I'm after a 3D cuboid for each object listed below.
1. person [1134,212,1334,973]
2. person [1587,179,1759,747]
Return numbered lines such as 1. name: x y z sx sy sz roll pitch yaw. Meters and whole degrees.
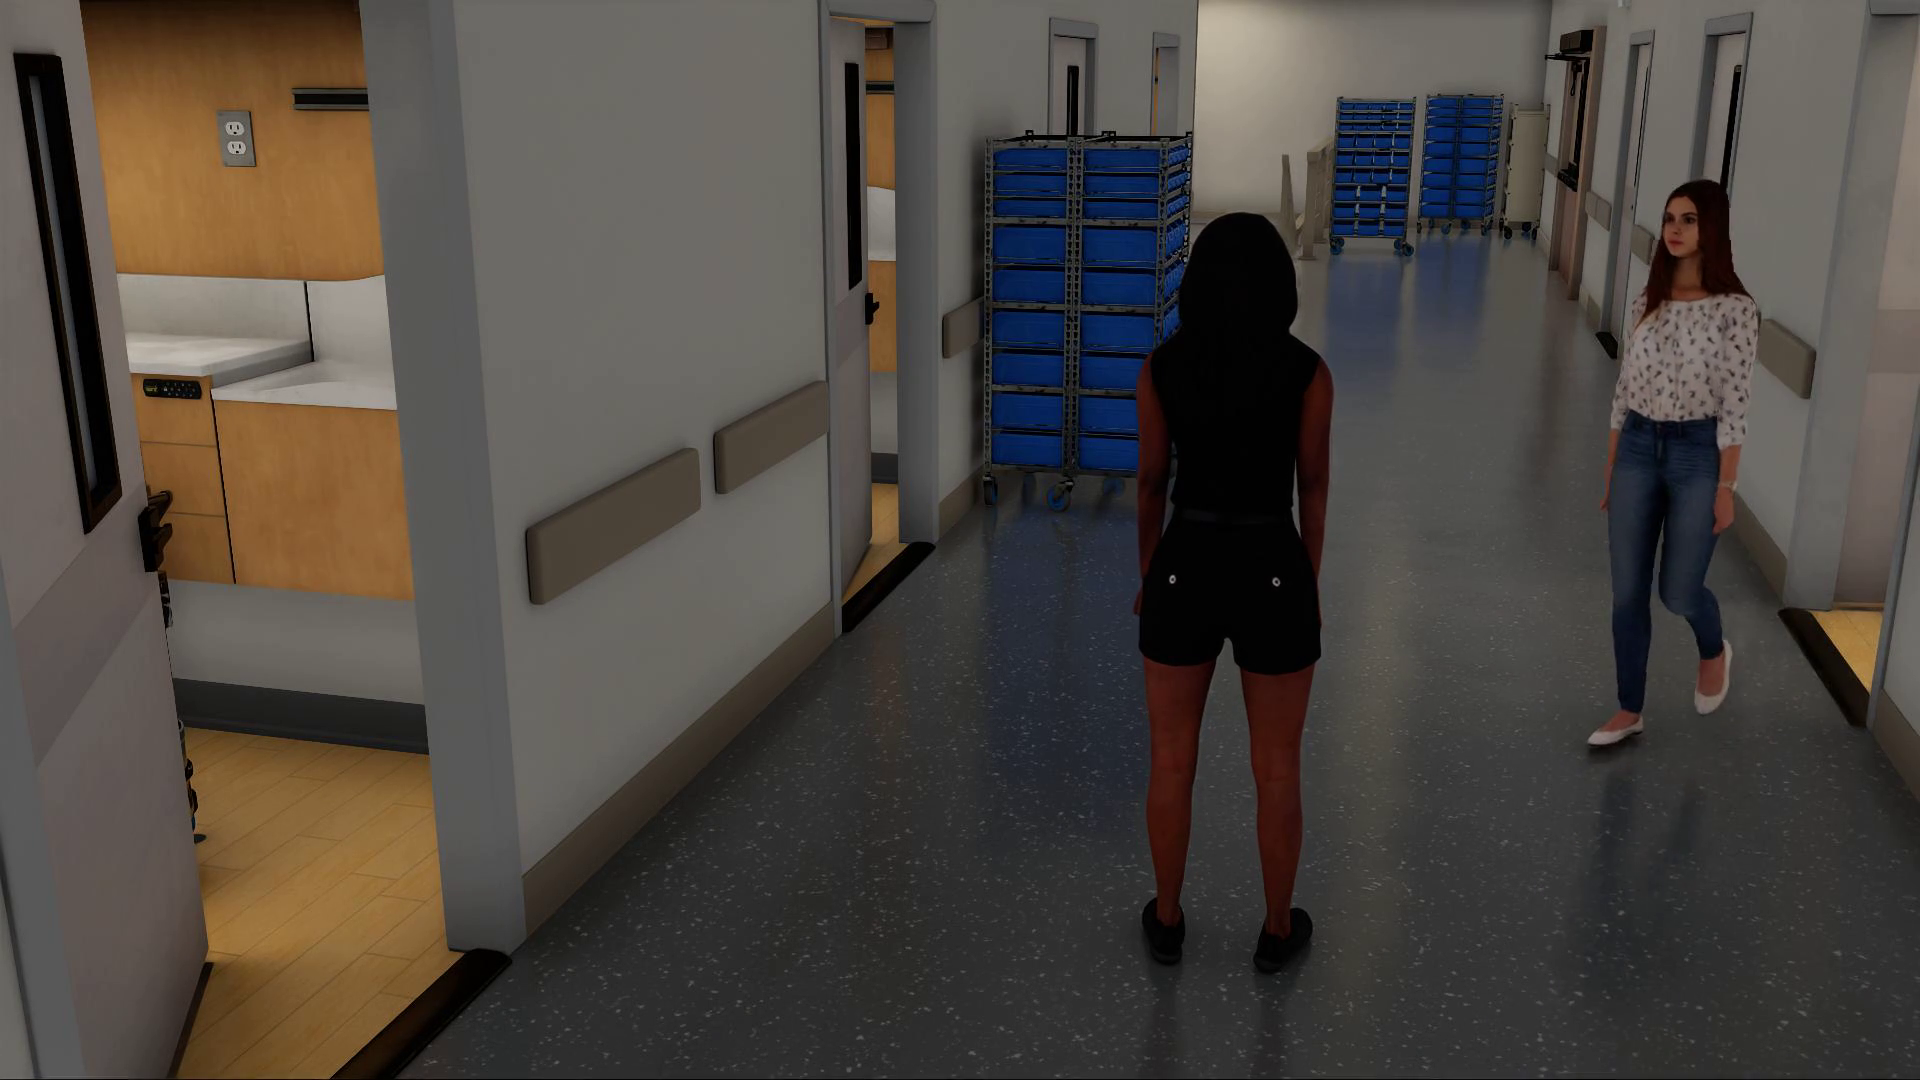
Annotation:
1. person: 0.604 0.141 3.760 0.597 1.740 0.510 4 16 14
2. person: 2.216 -0.216 5.062 0.930 1.719 0.841 -11 19 -35
